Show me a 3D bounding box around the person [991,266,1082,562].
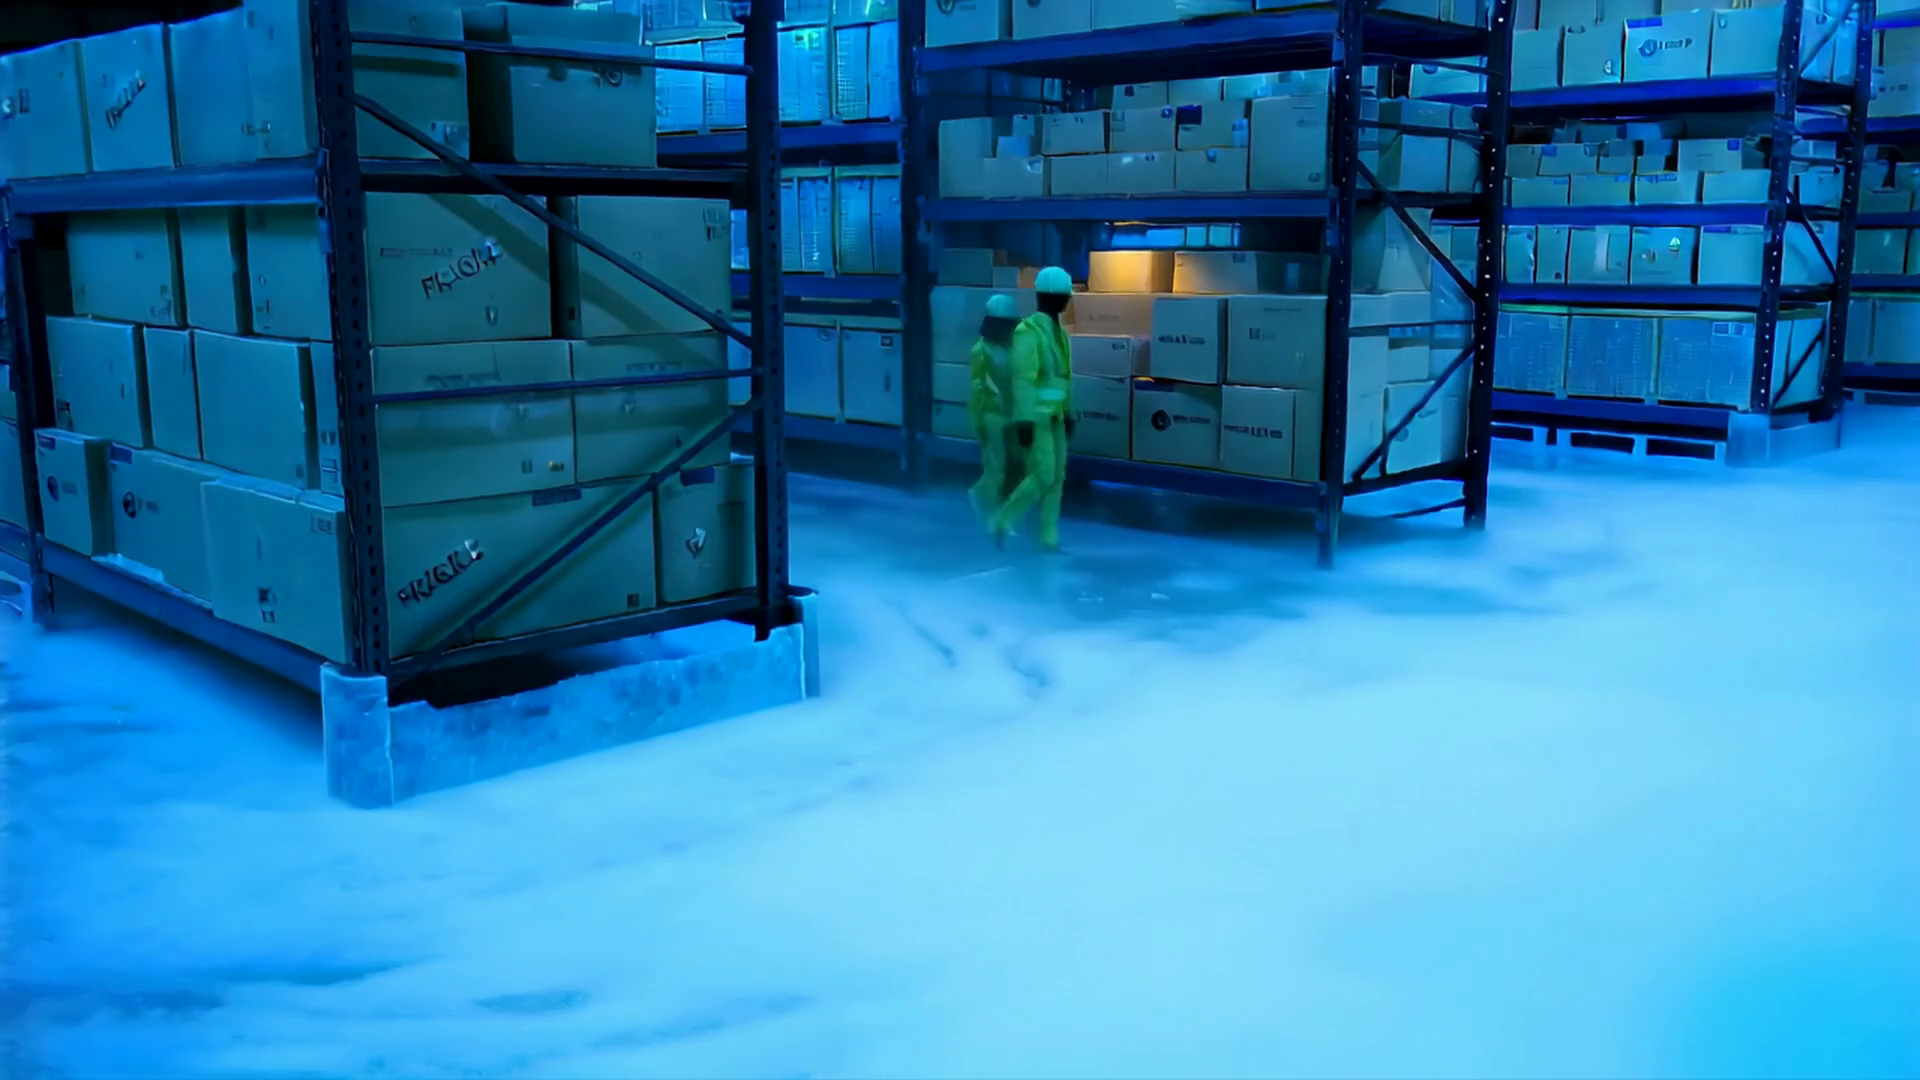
[{"bbox_3d":[0.543,-0.814,10.861,0.506,1.934,0.633,6,12,32],"label":"person"}]

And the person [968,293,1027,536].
[{"bbox_3d":[0.241,-0.887,11.826,0.499,1.728,0.510,-9,14,-42],"label":"person"}]
